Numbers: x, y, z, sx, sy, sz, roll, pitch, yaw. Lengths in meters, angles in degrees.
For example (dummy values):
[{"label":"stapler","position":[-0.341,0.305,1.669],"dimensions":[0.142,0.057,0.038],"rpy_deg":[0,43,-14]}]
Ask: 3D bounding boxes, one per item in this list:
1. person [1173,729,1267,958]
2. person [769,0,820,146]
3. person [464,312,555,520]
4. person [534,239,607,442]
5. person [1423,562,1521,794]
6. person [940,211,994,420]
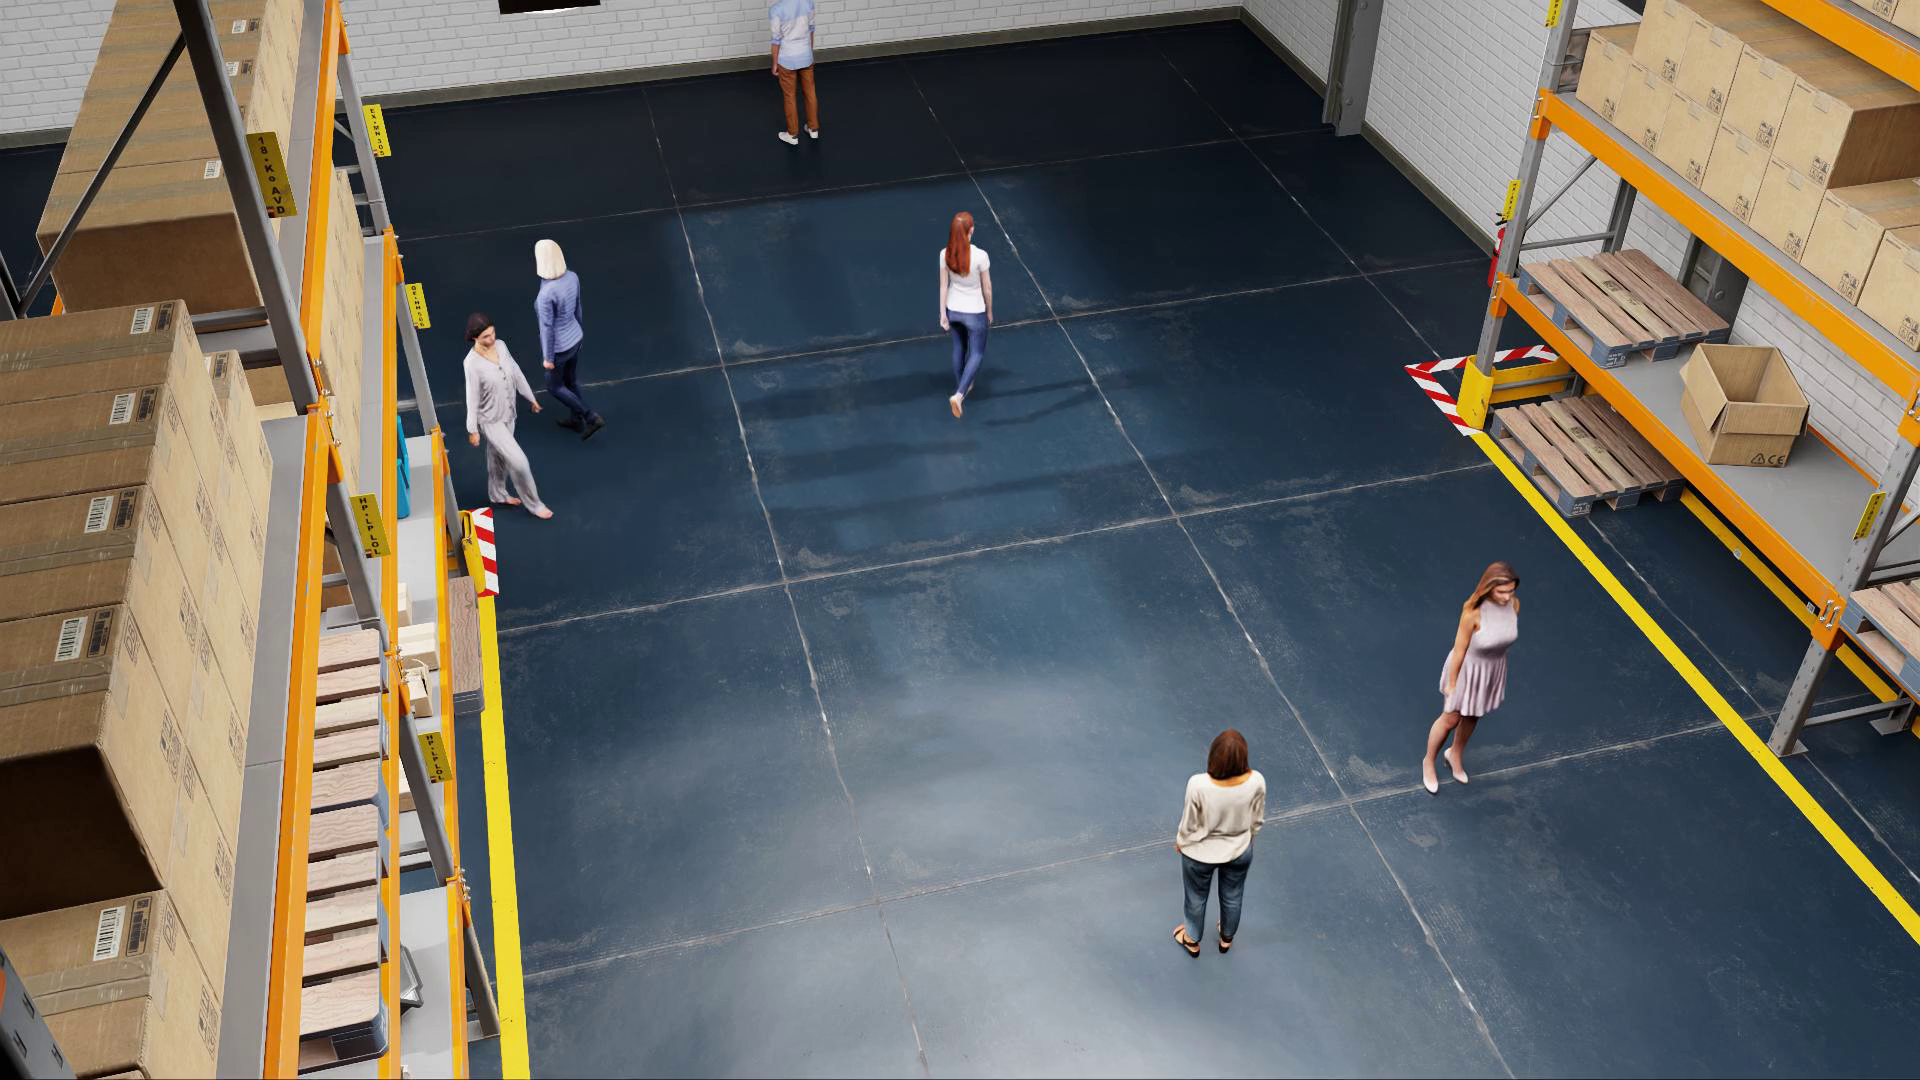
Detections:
[{"label":"person","position":[1.392,1.648,8.970],"dimensions":[0.648,1.683,0.588],"rpy_deg":[-4,39,-4]},{"label":"person","position":[-1.704,-5.005,17.185],"dimensions":[0.753,1.828,0.702],"rpy_deg":[-23,44,-26]},{"label":"person","position":[-3.451,-0.907,12.114],"dimensions":[1.022,1.753,0.961],"rpy_deg":[12,40,14]},{"label":"person","position":[-3.019,-1.516,12.891],"dimensions":[0.935,1.733,0.886],"rpy_deg":[14,41,17]},{"label":"person","position":[3.070,0.818,9.941],"dimensions":[0.563,1.768,0.576],"rpy_deg":[-12,40,-14]},{"label":"person","position":[0.018,-1.746,13.190],"dimensions":[0.867,1.721,1.010],"rpy_deg":[11,40,14]}]
